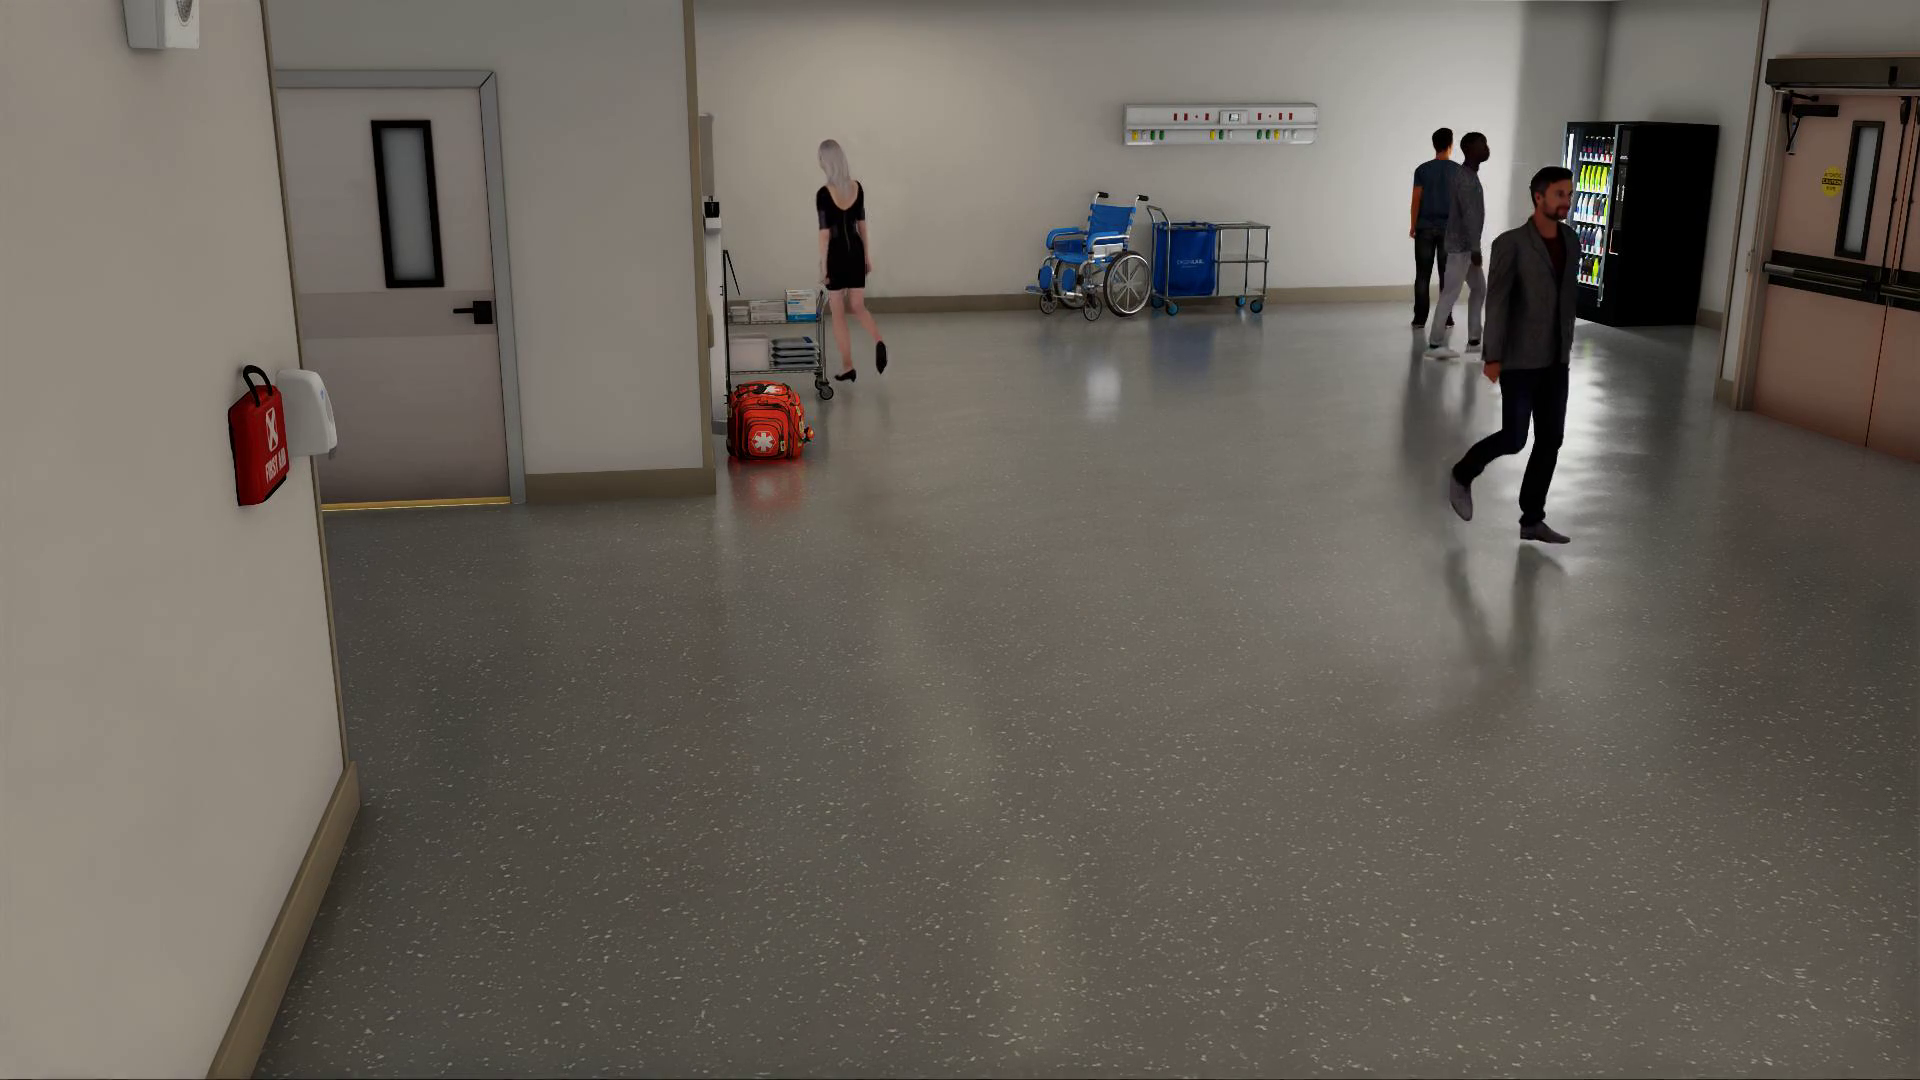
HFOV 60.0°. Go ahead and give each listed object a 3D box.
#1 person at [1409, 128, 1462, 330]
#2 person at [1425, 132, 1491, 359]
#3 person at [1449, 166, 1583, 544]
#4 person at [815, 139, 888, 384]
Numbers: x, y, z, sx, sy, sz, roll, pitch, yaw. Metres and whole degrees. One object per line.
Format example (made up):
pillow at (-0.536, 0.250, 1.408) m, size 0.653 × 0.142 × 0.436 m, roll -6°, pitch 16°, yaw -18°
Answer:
person at (4.389, -2.859, 15.285) m, size 0.723 × 1.807 × 0.694 m, roll 4°, pitch 16°, yaw 13°
person at (4.015, -2.393, 13.612) m, size 0.987 × 1.819 × 0.945 m, roll 5°, pitch 17°, yaw 18°
person at (2.799, -0.912, 8.290) m, size 0.840 × 1.857 × 1.005 m, roll -8°, pitch 17°, yaw -26°
person at (-0.806, -2.018, 12.309) m, size 0.892 × 1.804 × 1.023 m, roll -10°, pitch 19°, yaw -32°
